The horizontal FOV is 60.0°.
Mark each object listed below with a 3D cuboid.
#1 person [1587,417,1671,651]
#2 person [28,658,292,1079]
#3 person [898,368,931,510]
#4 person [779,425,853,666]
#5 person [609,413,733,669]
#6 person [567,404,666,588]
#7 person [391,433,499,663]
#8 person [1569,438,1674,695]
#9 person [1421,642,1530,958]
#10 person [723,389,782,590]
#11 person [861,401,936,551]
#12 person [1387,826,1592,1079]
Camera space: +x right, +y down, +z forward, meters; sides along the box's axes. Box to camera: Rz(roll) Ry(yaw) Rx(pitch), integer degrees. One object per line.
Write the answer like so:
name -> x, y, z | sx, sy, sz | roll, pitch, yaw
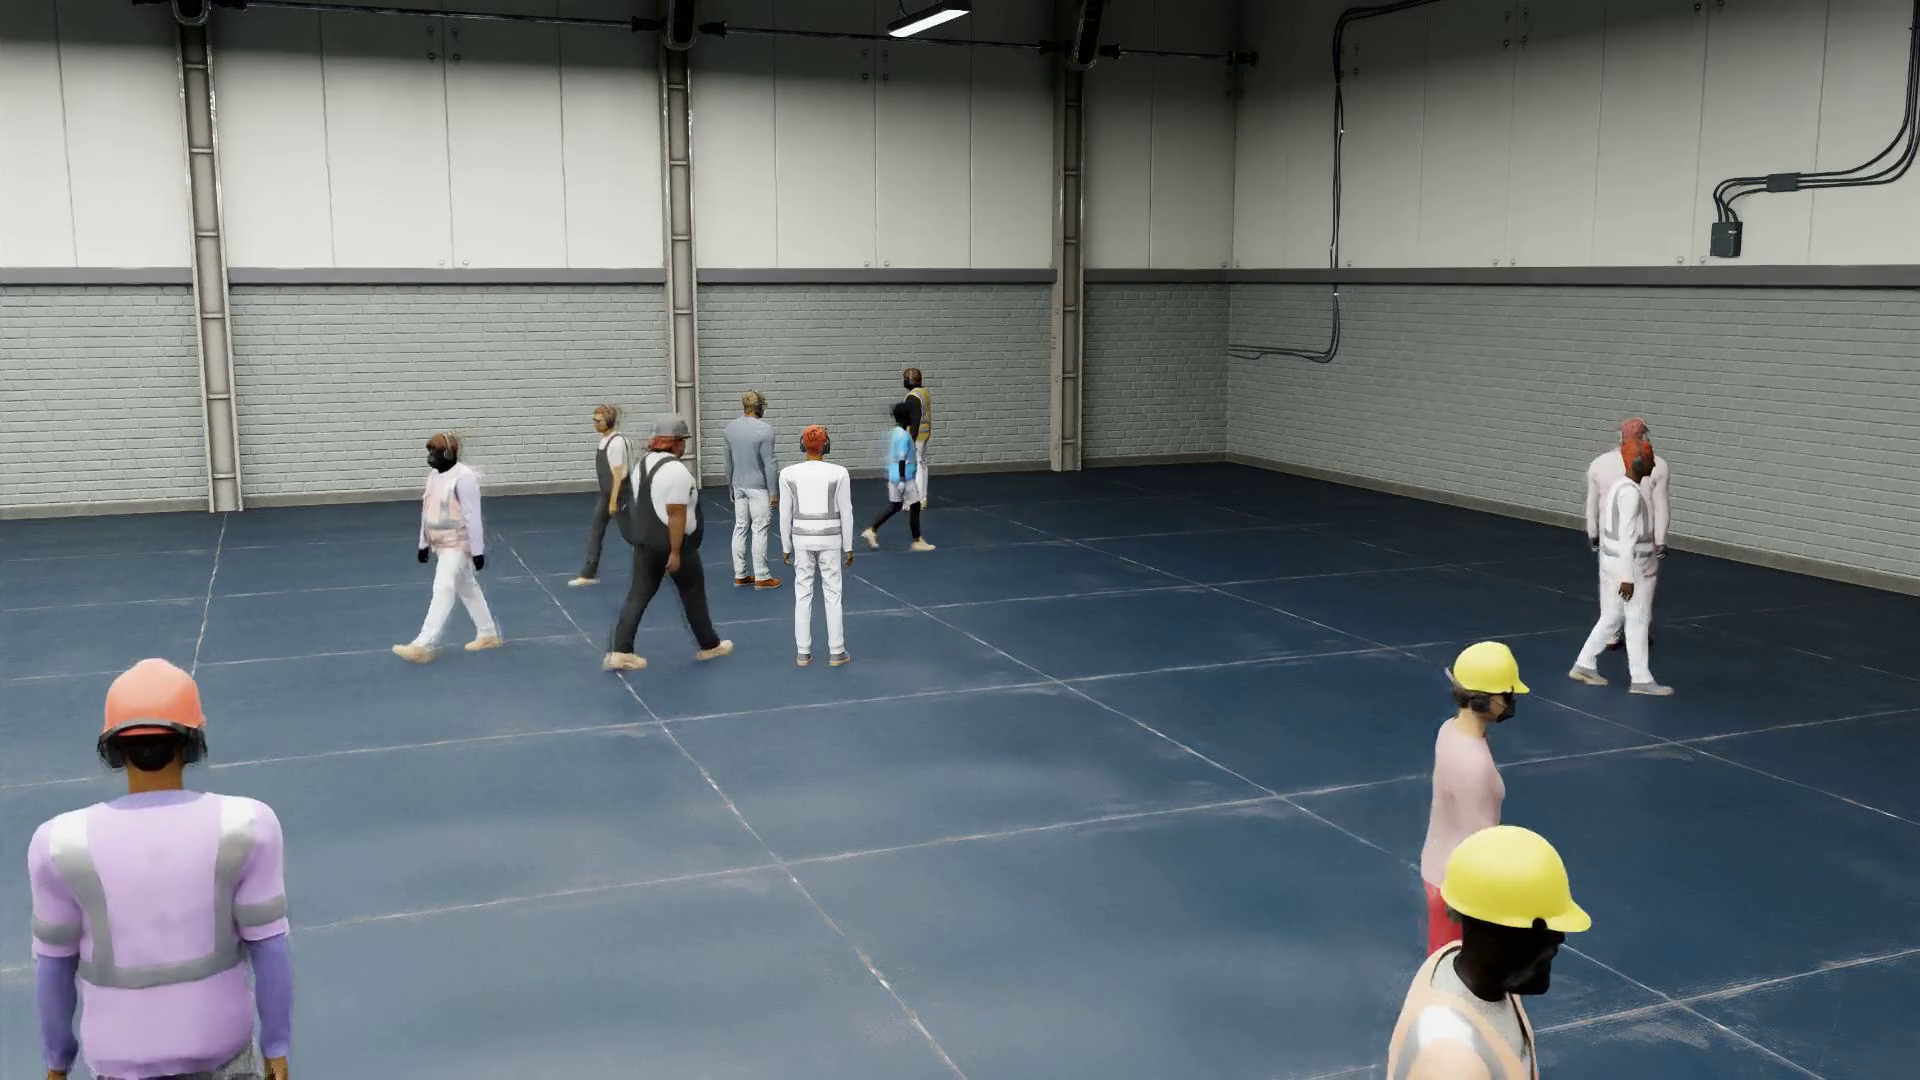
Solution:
person -> 5.457, -0.055, 13.521 | 0.673, 1.887, 0.656 | 7, 11, 38
person -> -2.133, 1.320, 4.485 | 0.617, 2.028, 0.496 | -4, 10, -26
person -> -0.593, -1.309, 21.568 | 0.429, 1.839, 0.634 | 2, 9, 11
person -> -1.108, 0.047, 12.919 | 0.573, 1.883, 0.355 | 1, 9, 6
person -> -2.291, -0.026, 12.878 | 0.680, 2.000, 1.047 | 8, 12, 42
person -> -3.344, -0.439, 16.262 | 0.957, 1.806, 0.509 | -5, 10, -30
person -> -4.082, 0.052, 13.174 | 0.974, 1.786, 0.654 | -8, 12, -40
person -> 4.855, 0.192, 12.108 | 0.611, 1.885, 0.590 | 2, 9, 15
person -> 1.877, 1.220, 5.951 | 0.580, 1.746, 0.556 | 2, 9, 12
person -> -2.005, -0.486, 16.088 | 0.635, 1.937, 0.355 | 7, 11, 36
person -> -0.685, -0.688, 18.199 | 0.779, 1.667, 0.534 | -2, 9, -11
person -> 1.185, 1.531, 3.521 | 0.828, 1.896, 0.623 | 4, 10, 25
